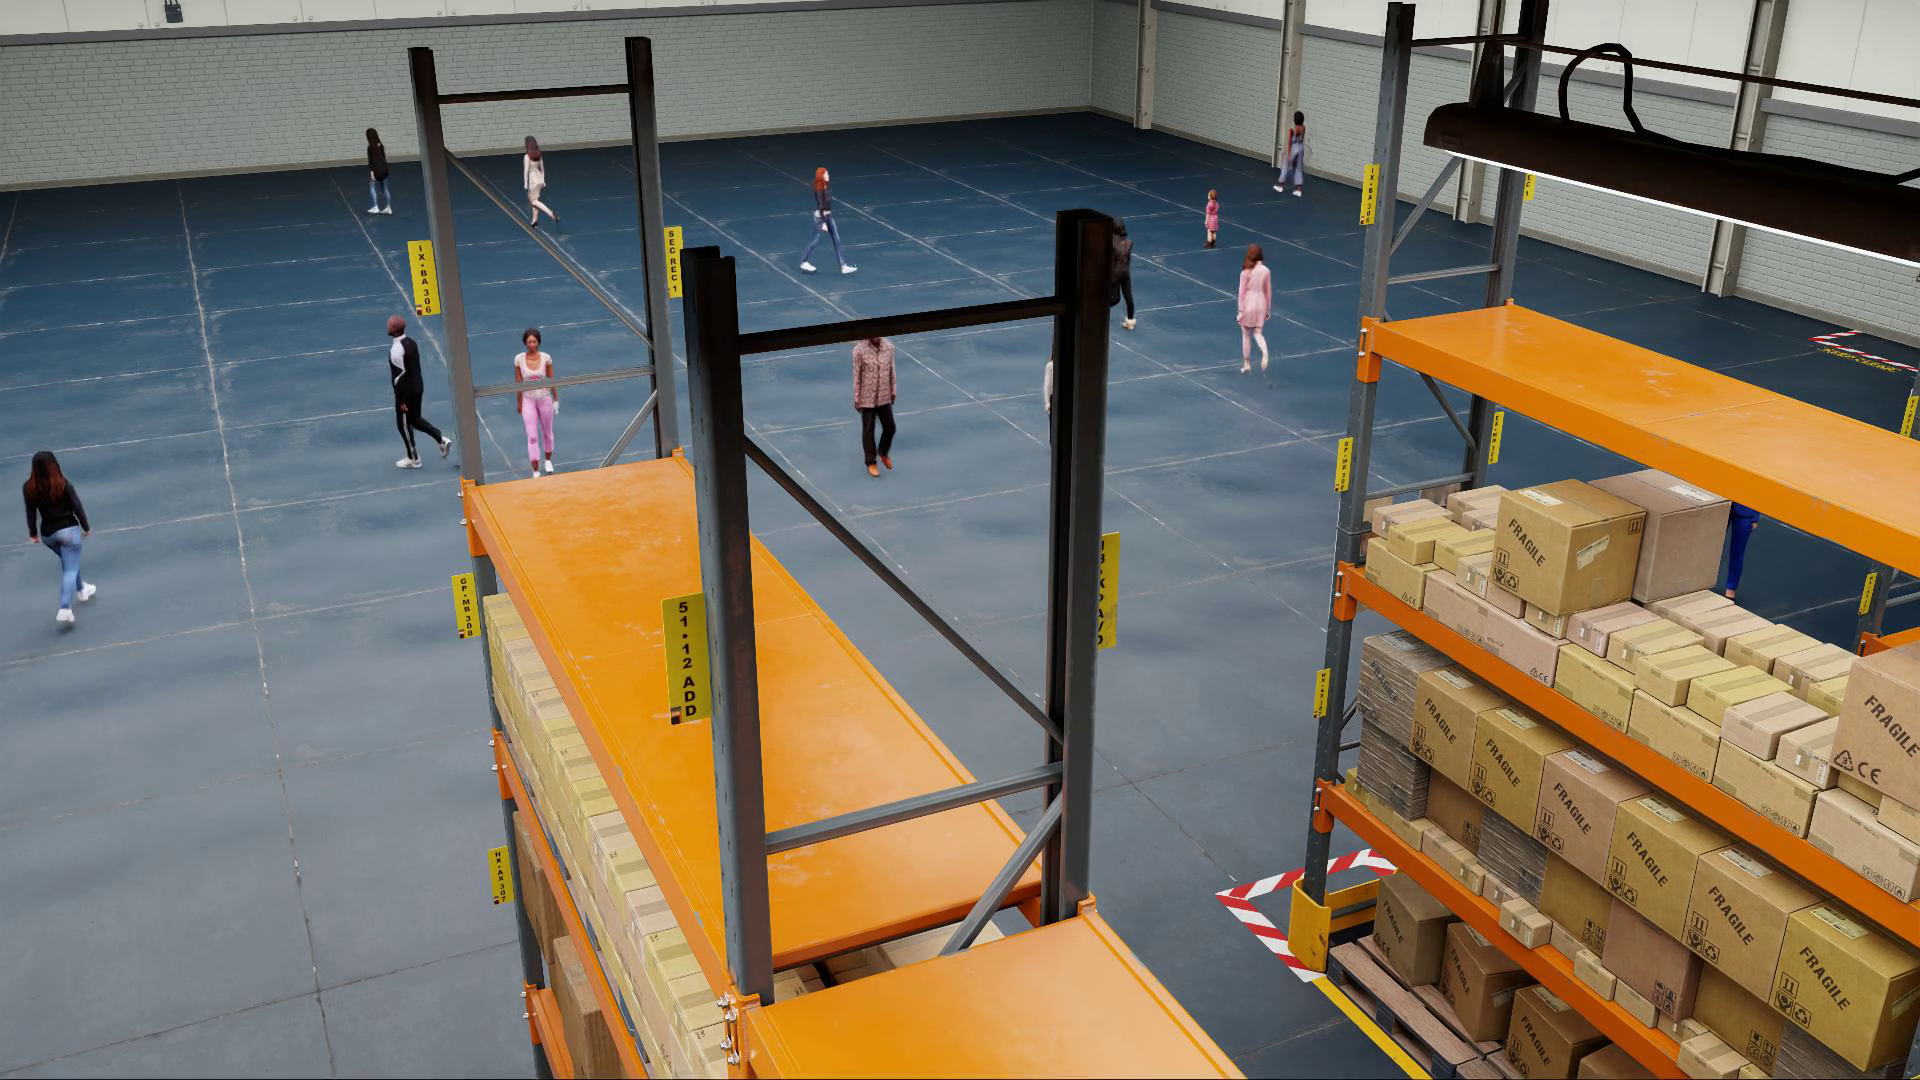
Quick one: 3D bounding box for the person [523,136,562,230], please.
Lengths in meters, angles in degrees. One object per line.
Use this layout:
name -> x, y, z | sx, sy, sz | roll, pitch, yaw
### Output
person -> -7.750, -6.518, 30.535 | 1.068, 1.721, 0.994 | 9, 25, 21

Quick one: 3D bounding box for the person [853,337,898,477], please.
person -> -1.003, -1.646, 18.986 | 0.716, 1.793, 0.683 | -8, 24, -19

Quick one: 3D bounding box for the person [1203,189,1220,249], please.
person -> 4.468, -5.705, 29.518 | 0.469, 1.021, 0.485 | -17, 29, -35

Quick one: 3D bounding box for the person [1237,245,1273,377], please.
person -> 3.958, -3.035, 22.254 | 0.712, 1.791, 0.923 | -7, 24, -16

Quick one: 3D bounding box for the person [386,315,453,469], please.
person -> -6.245, -1.695, 19.082 | 0.996, 1.809, 0.972 | 4, 23, 10

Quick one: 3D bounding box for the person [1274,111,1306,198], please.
person -> 6.812, -7.762, 33.530 | 0.606, 1.668, 0.966 | -8, 24, -18

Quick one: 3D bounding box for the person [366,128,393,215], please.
person -> -11.121, -7.079, 31.969 | 0.824, 1.631, 0.744 | 14, 27, 30

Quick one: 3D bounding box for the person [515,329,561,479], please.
person -> -4.794, -1.566, 18.889 | 0.723, 1.721, 0.990 | -6, 24, -13

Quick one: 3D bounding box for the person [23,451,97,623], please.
person -> -8.337, -0.006, 15.388 | 0.924, 1.591, 1.208 | -2, 23, -4

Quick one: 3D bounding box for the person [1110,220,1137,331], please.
person -> 2.302, -3.924, 24.524 | 0.843, 1.651, 0.648 | -10, 25, -23

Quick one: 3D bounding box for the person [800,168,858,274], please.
person -> -2.342, -5.239, 27.515 | 1.238, 1.730, 1.176 | 8, 24, 18
